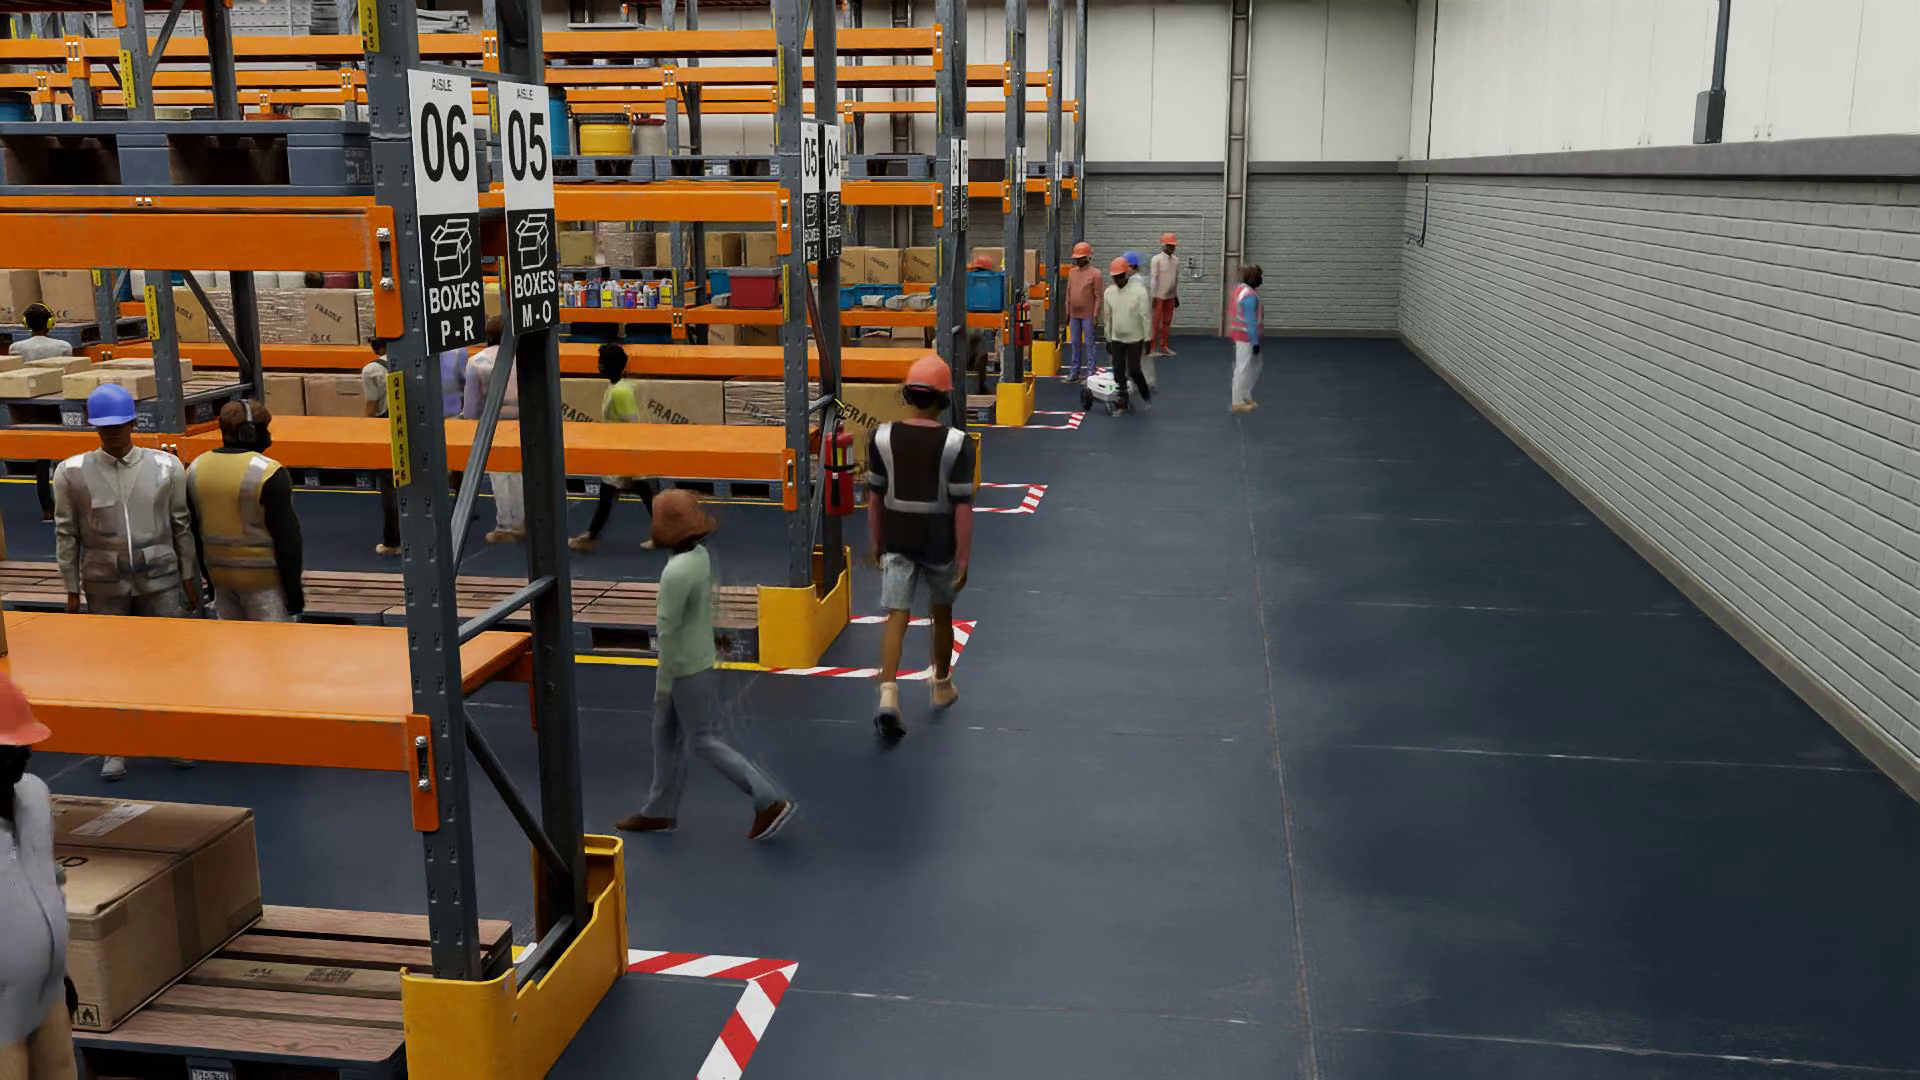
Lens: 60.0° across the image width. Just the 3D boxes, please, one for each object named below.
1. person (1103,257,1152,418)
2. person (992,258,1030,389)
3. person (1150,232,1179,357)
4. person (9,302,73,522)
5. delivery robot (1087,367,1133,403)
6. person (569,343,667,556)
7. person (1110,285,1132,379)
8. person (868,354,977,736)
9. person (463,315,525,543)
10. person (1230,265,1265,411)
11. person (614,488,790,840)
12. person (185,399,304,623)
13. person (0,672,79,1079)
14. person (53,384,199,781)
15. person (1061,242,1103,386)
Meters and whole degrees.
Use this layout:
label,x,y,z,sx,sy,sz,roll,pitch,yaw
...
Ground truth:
label,x,y,z,sx,sy,sz,roll,pitch,yaw
person,2.028,-2.445,20.108,0.627,1.958,0.648,9,15,34
person,0.674,-2.984,22.816,0.598,1.832,0.404,-10,16,-38
person,3.306,-3.945,26.792,0.621,1.990,0.402,-11,16,-40
person,-7.737,-1.081,14.137,0.518,1.873,0.328,-4,13,-17
delivery robot,1.859,-1.901,20.624,0.477,0.478,0.707,-5,13,-21
person,-2.674,-0.700,12.907,0.869,1.640,0.533,-3,13,-13
person,2.371,-3.182,24.243,0.520,1.607,0.808,-1,13,-5
person,-0.223,0.023,8.846,0.611,2.011,0.965,3,13,12
person,-3.658,-0.886,13.347,0.660,1.827,0.463,-10,16,-37
person,3.618,-2.492,20.616,0.544,1.822,0.646,0,12,-1
person,-1.154,0.563,7.335,0.781,1.605,0.511,1,13,2
person,-3.566,0.205,8.412,0.624,1.839,0.430,5,13,20
person,-2.525,1.171,4.268,0.561,1.738,0.570,0,12,2
person,-4.077,0.201,8.175,0.614,1.946,0.389,-7,14,-29
person,1.707,-3.156,23.234,0.609,1.991,0.384,11,17,41
